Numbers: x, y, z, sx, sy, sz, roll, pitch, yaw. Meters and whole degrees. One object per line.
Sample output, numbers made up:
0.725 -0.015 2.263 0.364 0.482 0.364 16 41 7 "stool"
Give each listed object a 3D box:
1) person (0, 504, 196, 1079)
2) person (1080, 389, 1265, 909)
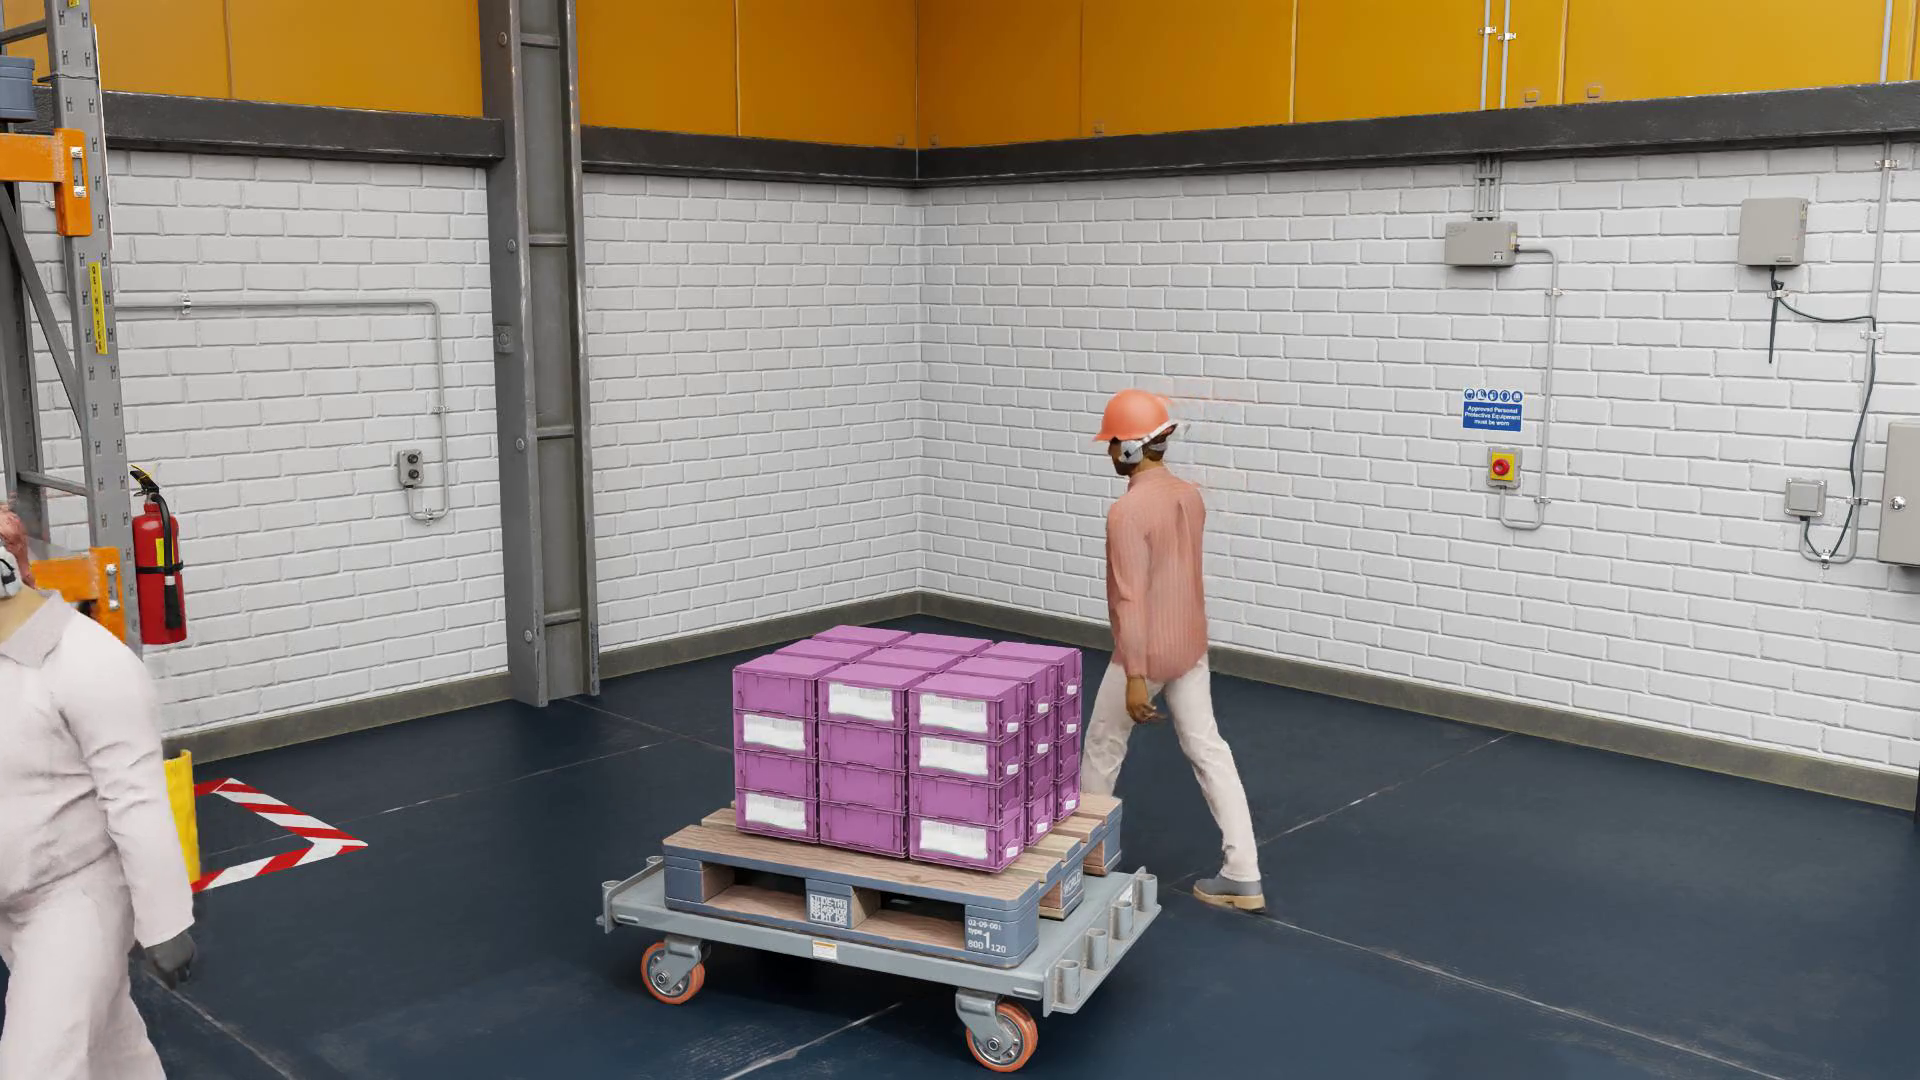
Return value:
-2.108 0.843 3.673 0.658 1.866 0.884 6 11 32 "person"
0.720 0.398 6.244 1.085 1.925 0.650 8 12 39 "person"
